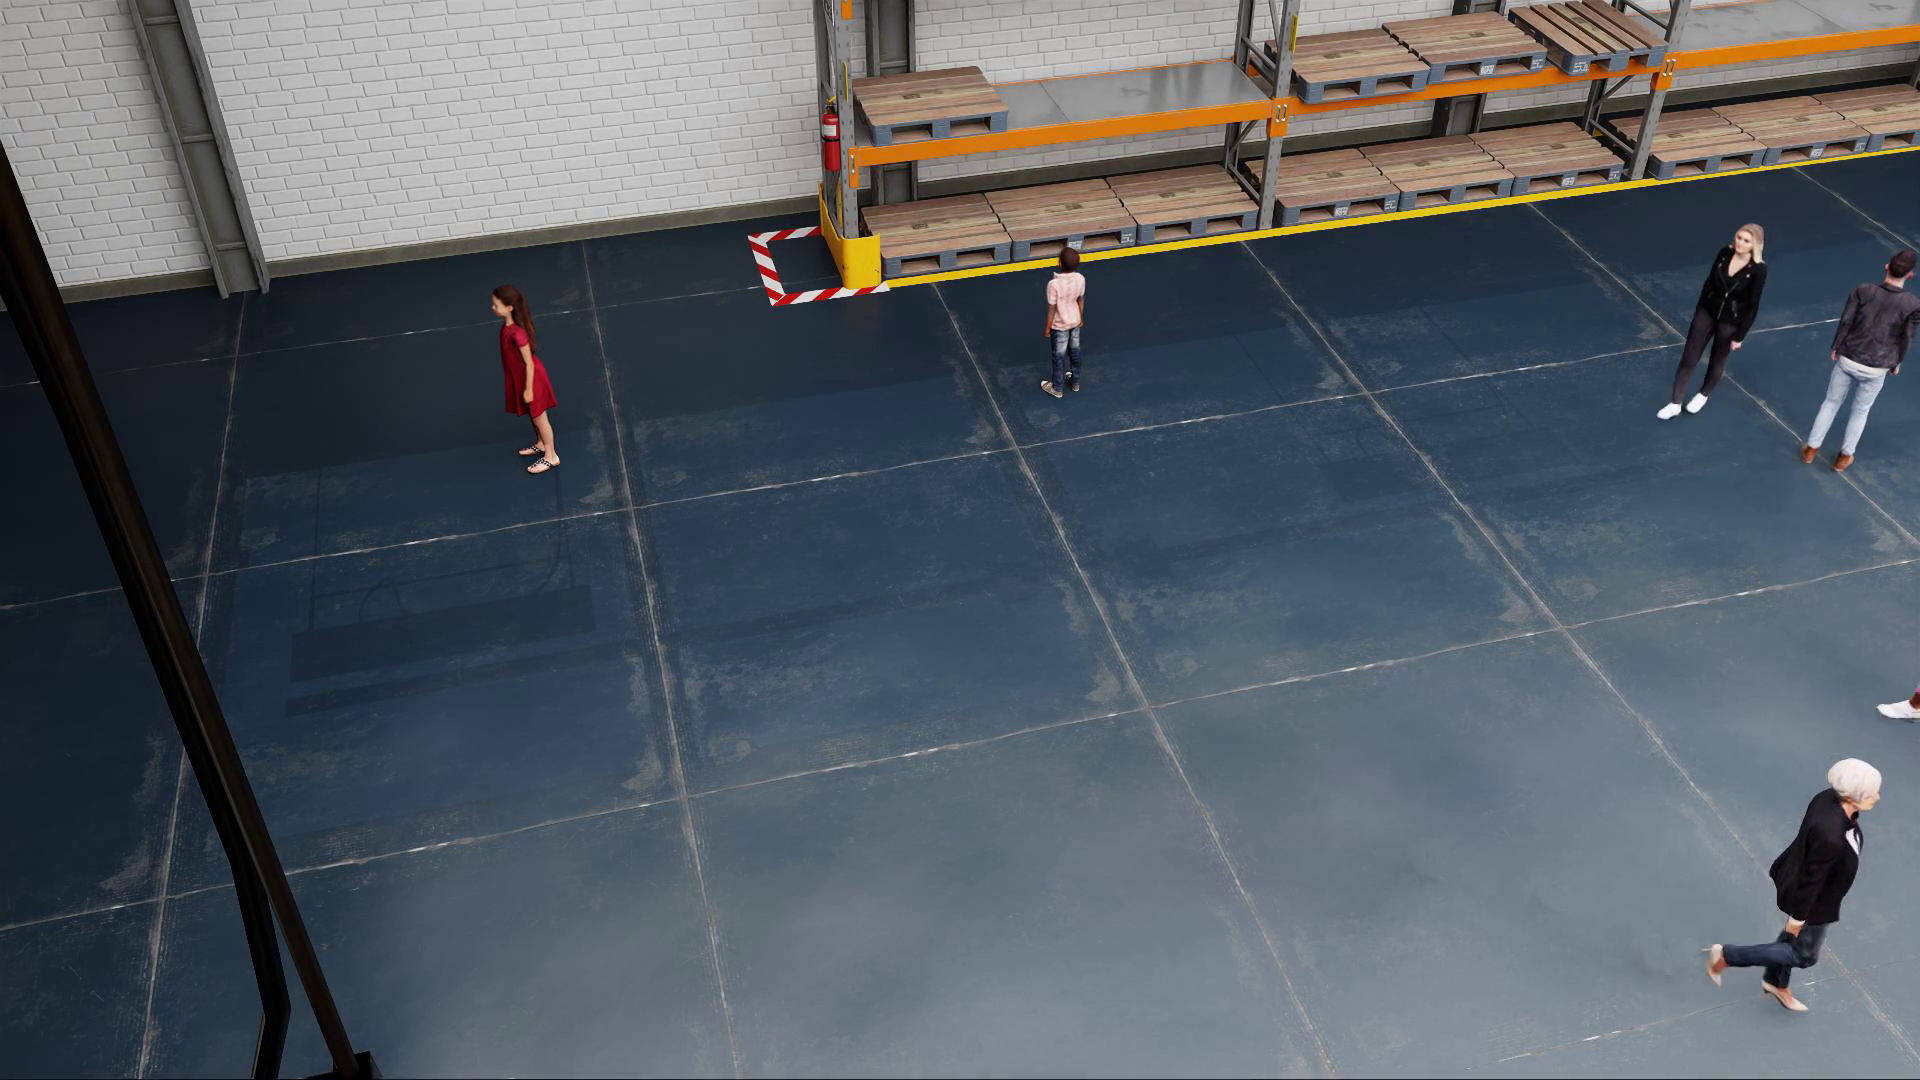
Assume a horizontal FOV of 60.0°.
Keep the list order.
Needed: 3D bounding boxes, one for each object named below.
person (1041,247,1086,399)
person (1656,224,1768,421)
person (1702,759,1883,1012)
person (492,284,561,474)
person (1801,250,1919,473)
[{"bbox_3d":[0.837,-1.742,13.248,0.478,1.307,0.613,-20,43,-23],"label":"person"},{"bbox_3d":[5.969,-1.724,12.933,0.950,1.672,0.841,-30,47,-32],"label":"person"},{"bbox_3d":[4.254,1.781,8.429,0.945,1.777,0.978,20,43,23],"label":"person"},{"bbox_3d":[-3.235,-1.222,12.400,0.654,1.552,0.597,-18,42,-21],"label":"person"},{"bbox_3d":[6.685,-1.319,12.293,0.730,1.837,0.779,22,43,25],"label":"person"}]
